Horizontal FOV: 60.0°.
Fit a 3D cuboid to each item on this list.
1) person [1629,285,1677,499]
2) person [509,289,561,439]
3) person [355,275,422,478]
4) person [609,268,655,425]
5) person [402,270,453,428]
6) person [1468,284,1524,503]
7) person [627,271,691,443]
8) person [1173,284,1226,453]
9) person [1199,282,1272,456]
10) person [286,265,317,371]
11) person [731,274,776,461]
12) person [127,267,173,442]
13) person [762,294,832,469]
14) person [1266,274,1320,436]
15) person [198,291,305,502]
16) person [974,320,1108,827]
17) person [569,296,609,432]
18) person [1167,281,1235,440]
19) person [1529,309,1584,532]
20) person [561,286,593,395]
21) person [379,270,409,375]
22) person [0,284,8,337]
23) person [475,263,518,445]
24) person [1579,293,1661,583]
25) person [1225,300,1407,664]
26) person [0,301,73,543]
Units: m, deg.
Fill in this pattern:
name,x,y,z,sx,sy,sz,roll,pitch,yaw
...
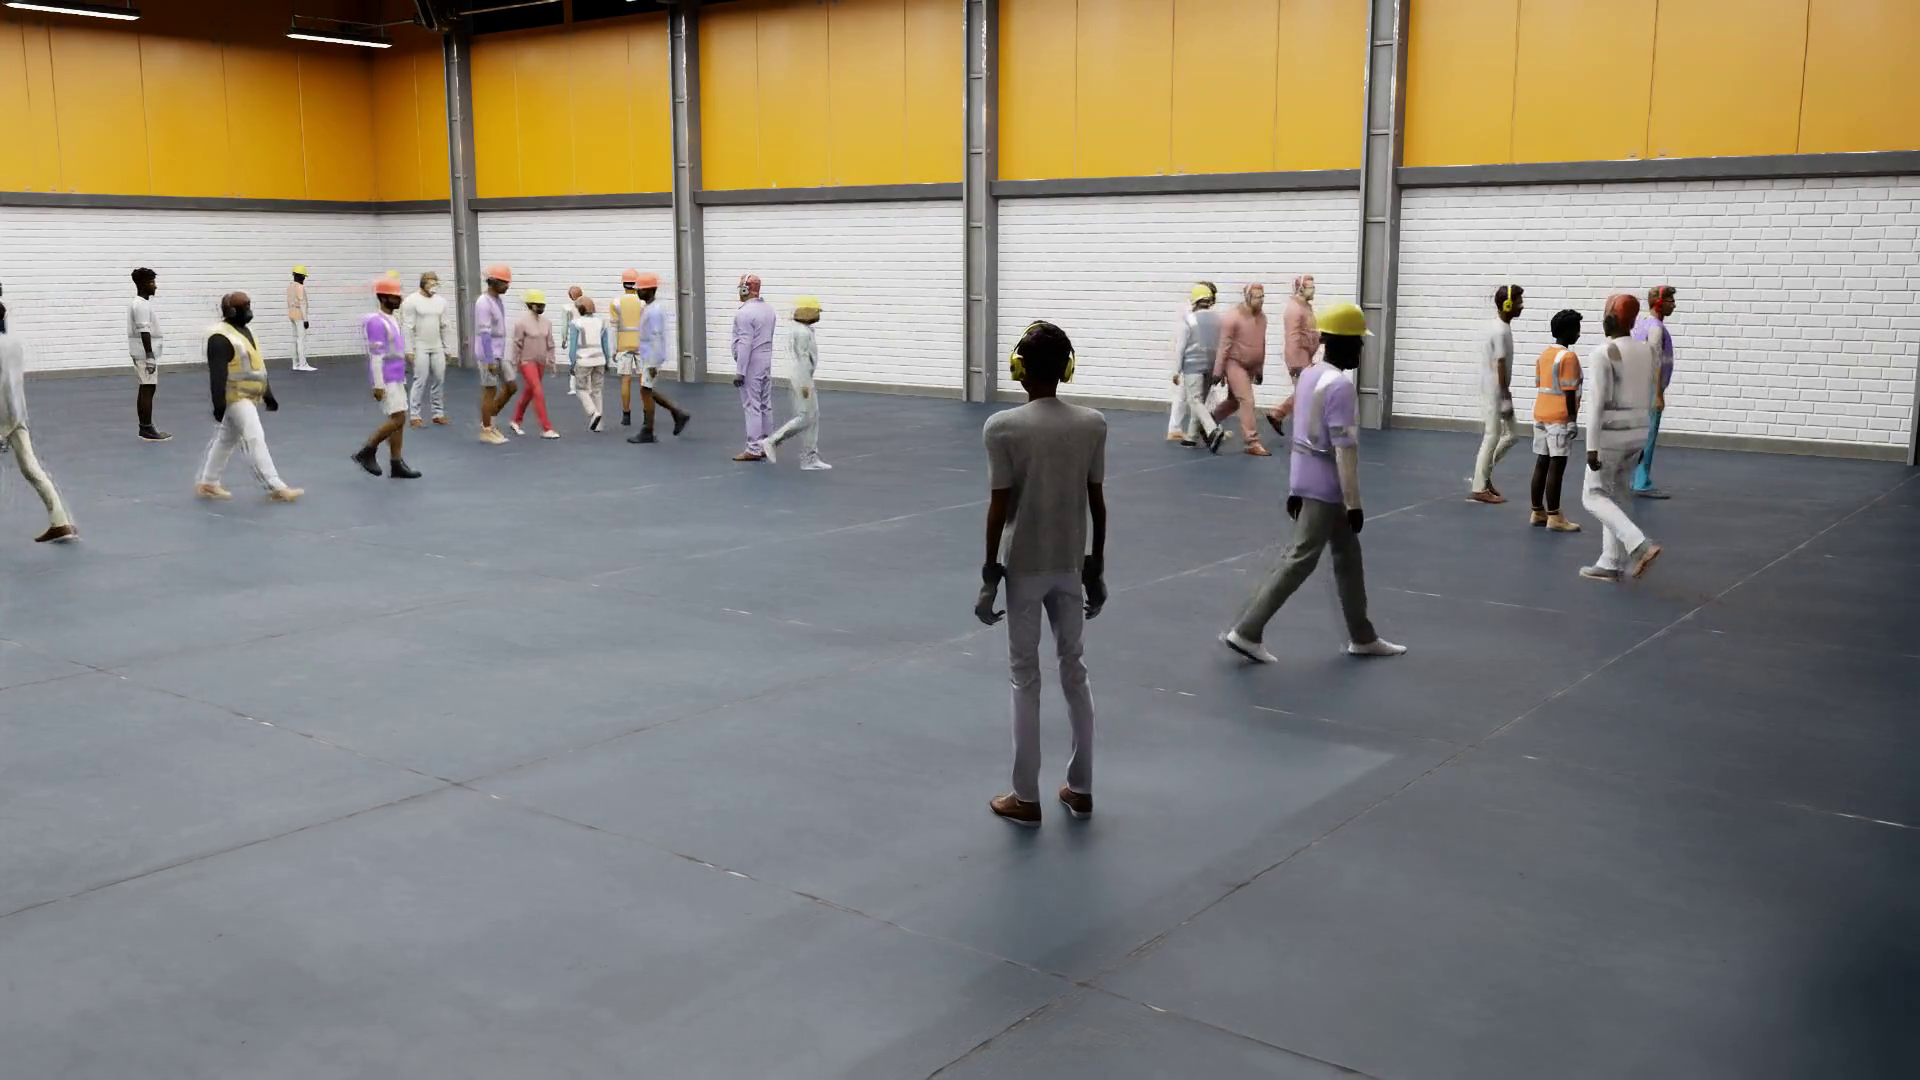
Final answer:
name,x,y,z,sx,sy,sz,roll,pitch,yaw
person,5.992,-1.286,14.462,0.377,1.842,0.569,2,10,13
person,-4.972,-2.045,19.253,0.939,1.715,0.530,7,12,33
person,-5.368,-1.518,15.603,0.476,1.922,0.543,0,10,0
person,-4.046,-2.385,20.585,0.542,1.939,0.362,-2,10,-9
person,-6.494,-2.320,20.290,0.399,1.917,0.644,7,12,34
person,4.563,-1.225,14.072,0.442,1.858,0.499,4,10,20
person,-3.405,-2.038,18.603,0.646,1.924,0.567,-2,10,-13
person,2.612,-1.832,17.785,0.594,1.796,0.845,-5,11,-27
person,2.933,-1.838,17.726,0.664,1.844,1.026,-9,13,-43
person,-11.990,-4.029,30.217,0.382,1.918,0.585,-9,13,-43
person,-2.142,-1.764,17.058,0.407,1.910,0.639,4,10,20
person,-9.204,-2.098,18.833,0.361,1.963,0.613,-6,11,-32
person,-1.592,-1.537,16.269,0.598,1.715,0.511,0,10,0
person,3.788,-2.036,18.698,0.549,1.886,0.661,4,10,21
person,-6.149,-1.213,14.206,0.976,1.802,0.615,0,10,-2
person,0.304,0.127,6.164,0.533,1.868,0.310,-4,11,-23
person,-4.369,-2.073,19.673,0.546,1.621,0.403,-9,13,-42
person,2.744,-2.008,18.798,0.849,1.796,0.656,0,10,-1
person,4.577,-0.914,12.735,0.321,1.694,0.529,-1,10,-6
person,-5.736,-2.990,24.987,0.523,1.636,0.310,-6,12,-33
person,-9.891,-3.779,29.021,0.403,1.827,0.601,-9,13,-42
person,-15.486,-3.308,26.706,0.535,1.685,0.401,6,12,32
person,-5.129,-2.046,18.388,0.478,2.020,0.650,1,10,7
person,4.219,-0.619,10.523,0.586,1.869,0.581,-5,11,-26
person,1.835,-0.287,8.558,0.980,1.885,0.603,-1,10,-3
person,-6.970,-0.865,12.105,1.001,1.817,0.547,1,10,6
